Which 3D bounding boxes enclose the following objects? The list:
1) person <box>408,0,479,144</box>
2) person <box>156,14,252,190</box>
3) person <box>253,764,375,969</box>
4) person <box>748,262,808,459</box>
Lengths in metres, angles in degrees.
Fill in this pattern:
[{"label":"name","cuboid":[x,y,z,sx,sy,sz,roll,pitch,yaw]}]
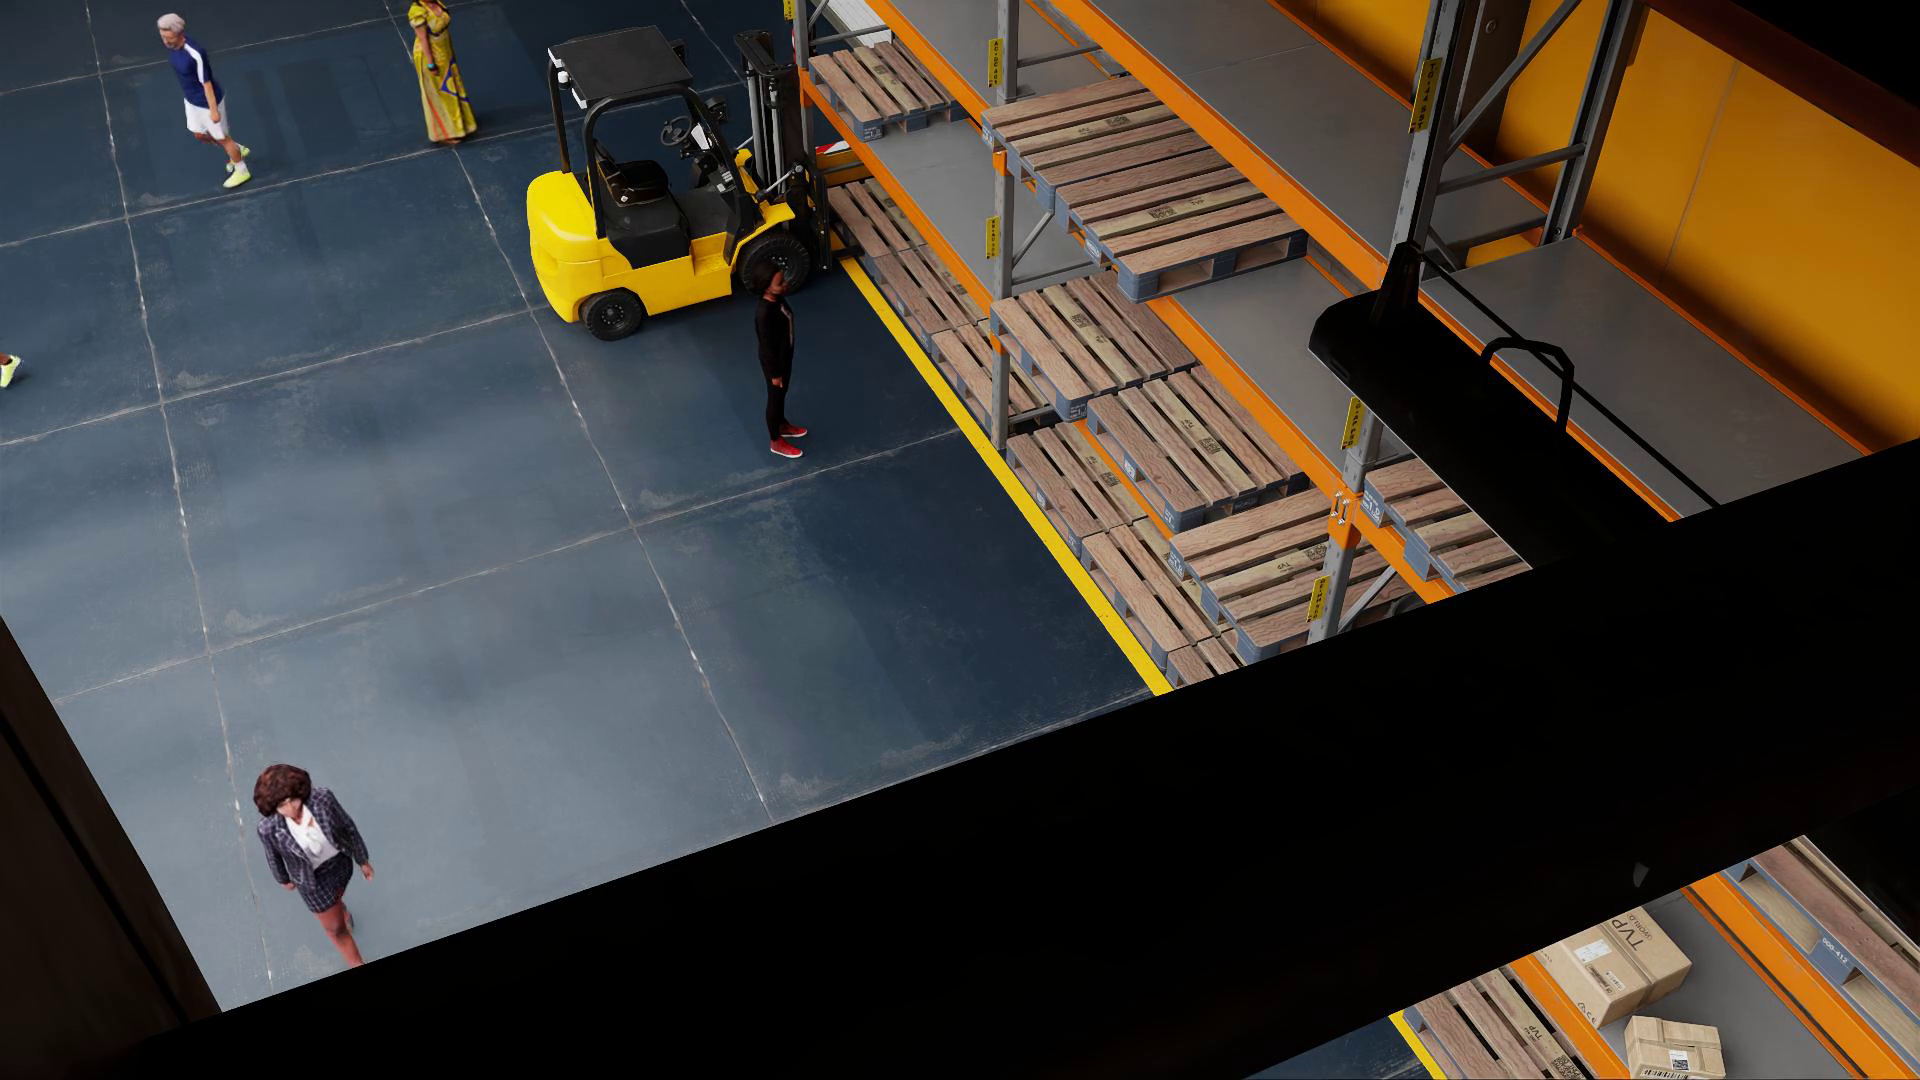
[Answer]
[{"label":"person","cuboid":[-4.983,-4.601,15.816,1.068,1.656,0.954,6,44,6]},{"label":"person","cuboid":[-6.828,-4.017,15.104,0.908,1.793,0.948,34,53,30]},{"label":"person","cuboid":[-3.525,1.757,9.146,0.818,1.650,1.101,-33,52,-30]},{"label":"person","cuboid":[-1.373,-1.355,12.401,0.744,1.668,0.640,4,44,4]}]
